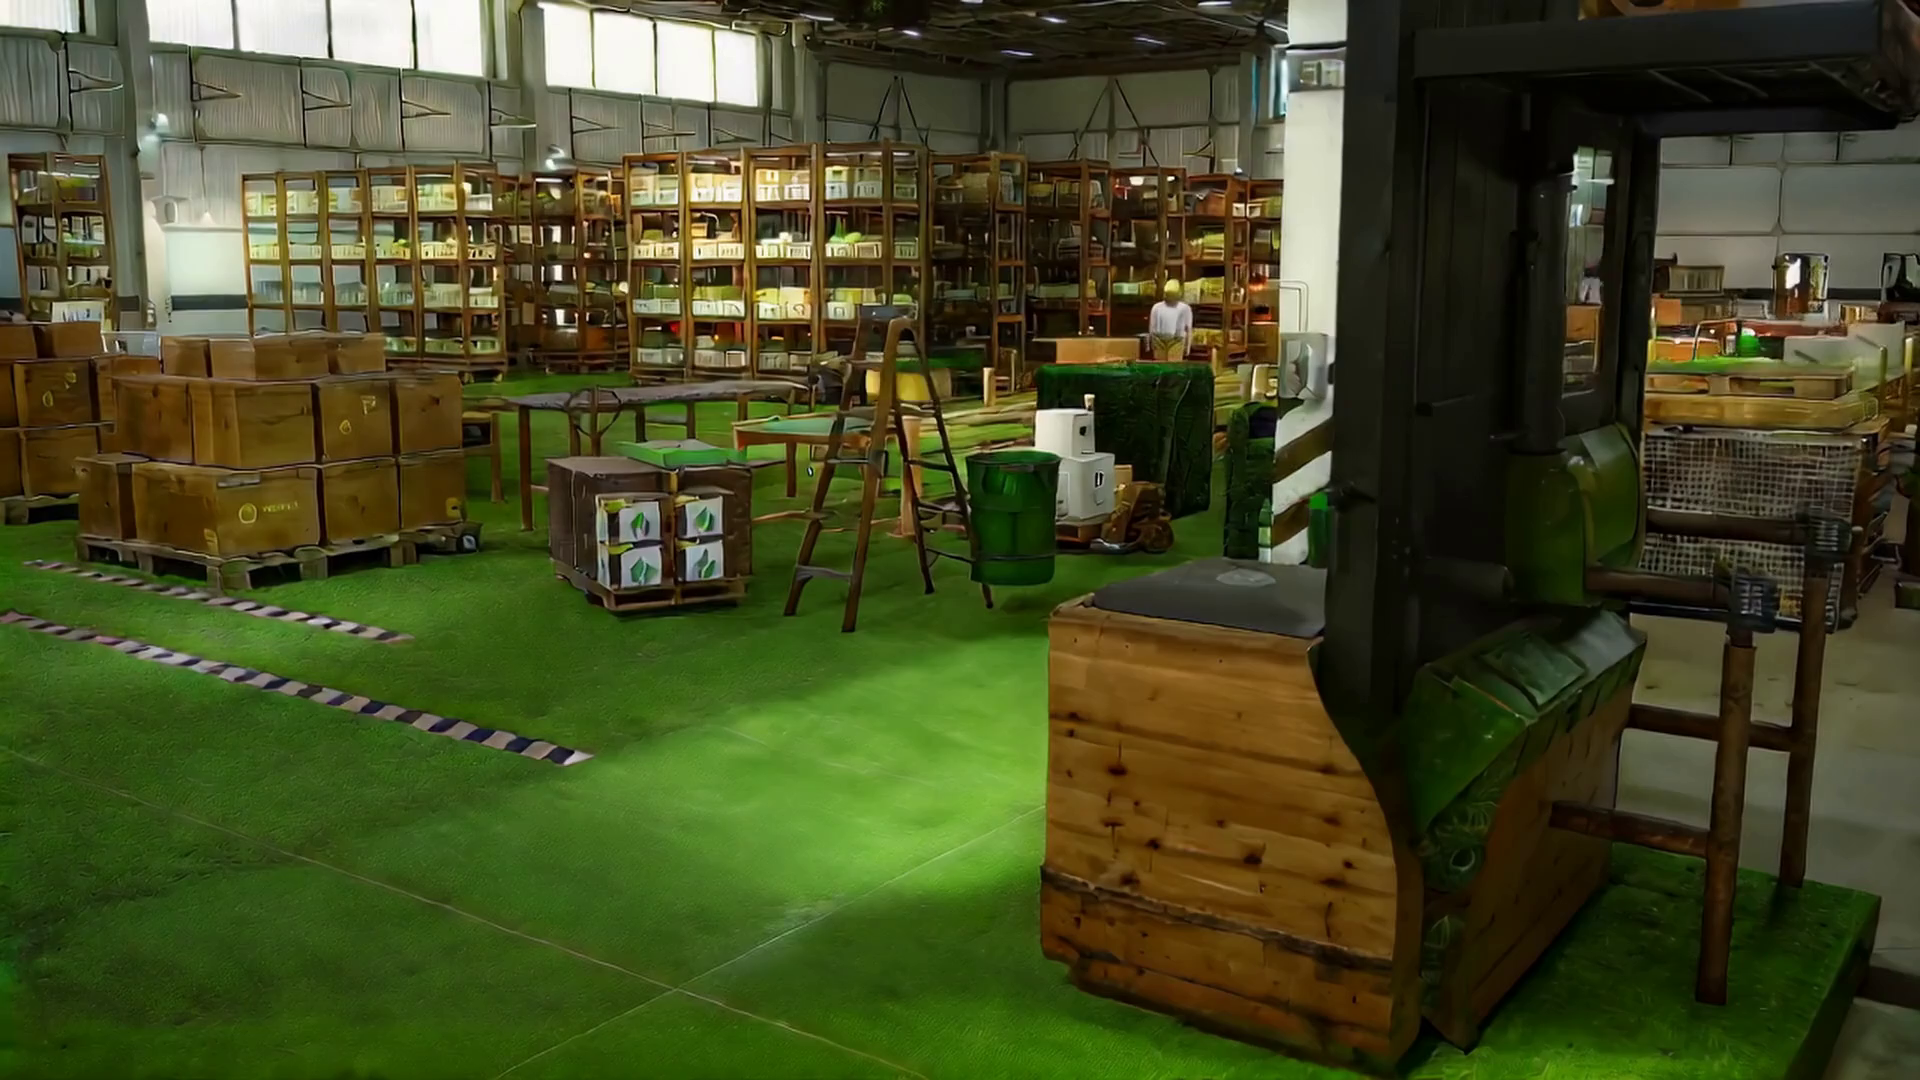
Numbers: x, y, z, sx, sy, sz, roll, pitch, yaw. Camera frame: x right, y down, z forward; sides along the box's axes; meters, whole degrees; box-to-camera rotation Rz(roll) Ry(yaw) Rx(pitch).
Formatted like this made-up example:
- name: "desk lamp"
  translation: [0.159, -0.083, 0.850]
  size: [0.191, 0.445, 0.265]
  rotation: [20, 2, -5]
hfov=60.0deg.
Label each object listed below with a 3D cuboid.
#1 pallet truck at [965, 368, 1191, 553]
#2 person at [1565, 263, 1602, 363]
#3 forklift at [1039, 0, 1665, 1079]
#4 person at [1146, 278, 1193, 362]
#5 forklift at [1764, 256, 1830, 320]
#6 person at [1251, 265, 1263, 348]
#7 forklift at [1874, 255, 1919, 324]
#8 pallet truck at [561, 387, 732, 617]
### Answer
- name: "pallet truck"
  translation: [0.845, -0.609, 11.869]
  size: [1.630, 1.274, 0.653]
  rotation: [7, 12, 35]
- name: "person"
  translation: [12.390, -4.483, 32.909]
  size: [1.096, 1.979, 0.629]
  rotation: [-5, 11, -26]
- name: "forklift"
  translation: [1.249, -0.137, 4.360]
  size: [1.873, 2.768, 1.129]
  rotation: [7, 12, 35]
- name: "person"
  translation: [2.764, -2.539, 21.850]
  size: [0.589, 1.808, 0.813]
  rotation: [4, 10, 24]
- name: "forklift"
  translation: [20.253, -5.854, 40.139]
  size: [1.157, 1.987, 2.680]
  rotation: [7, 12, 35]
- name: "person"
  translation: [6.479, -5.213, 37.332]
  size: [0.830, 1.971, 0.628]
  rotation: [6, 11, 32]
- name: "forklift"
  translation: [22.089, -5.634, 38.796]
  size: [1.157, 1.987, 2.680]
  rotation: [6, 11, 33]
- name: "pallet truck"
  translation: [-1.981, -0.274, 10.088]
  size: [0.680, 1.201, 1.601]
  rotation: [-5, 11, -28]
